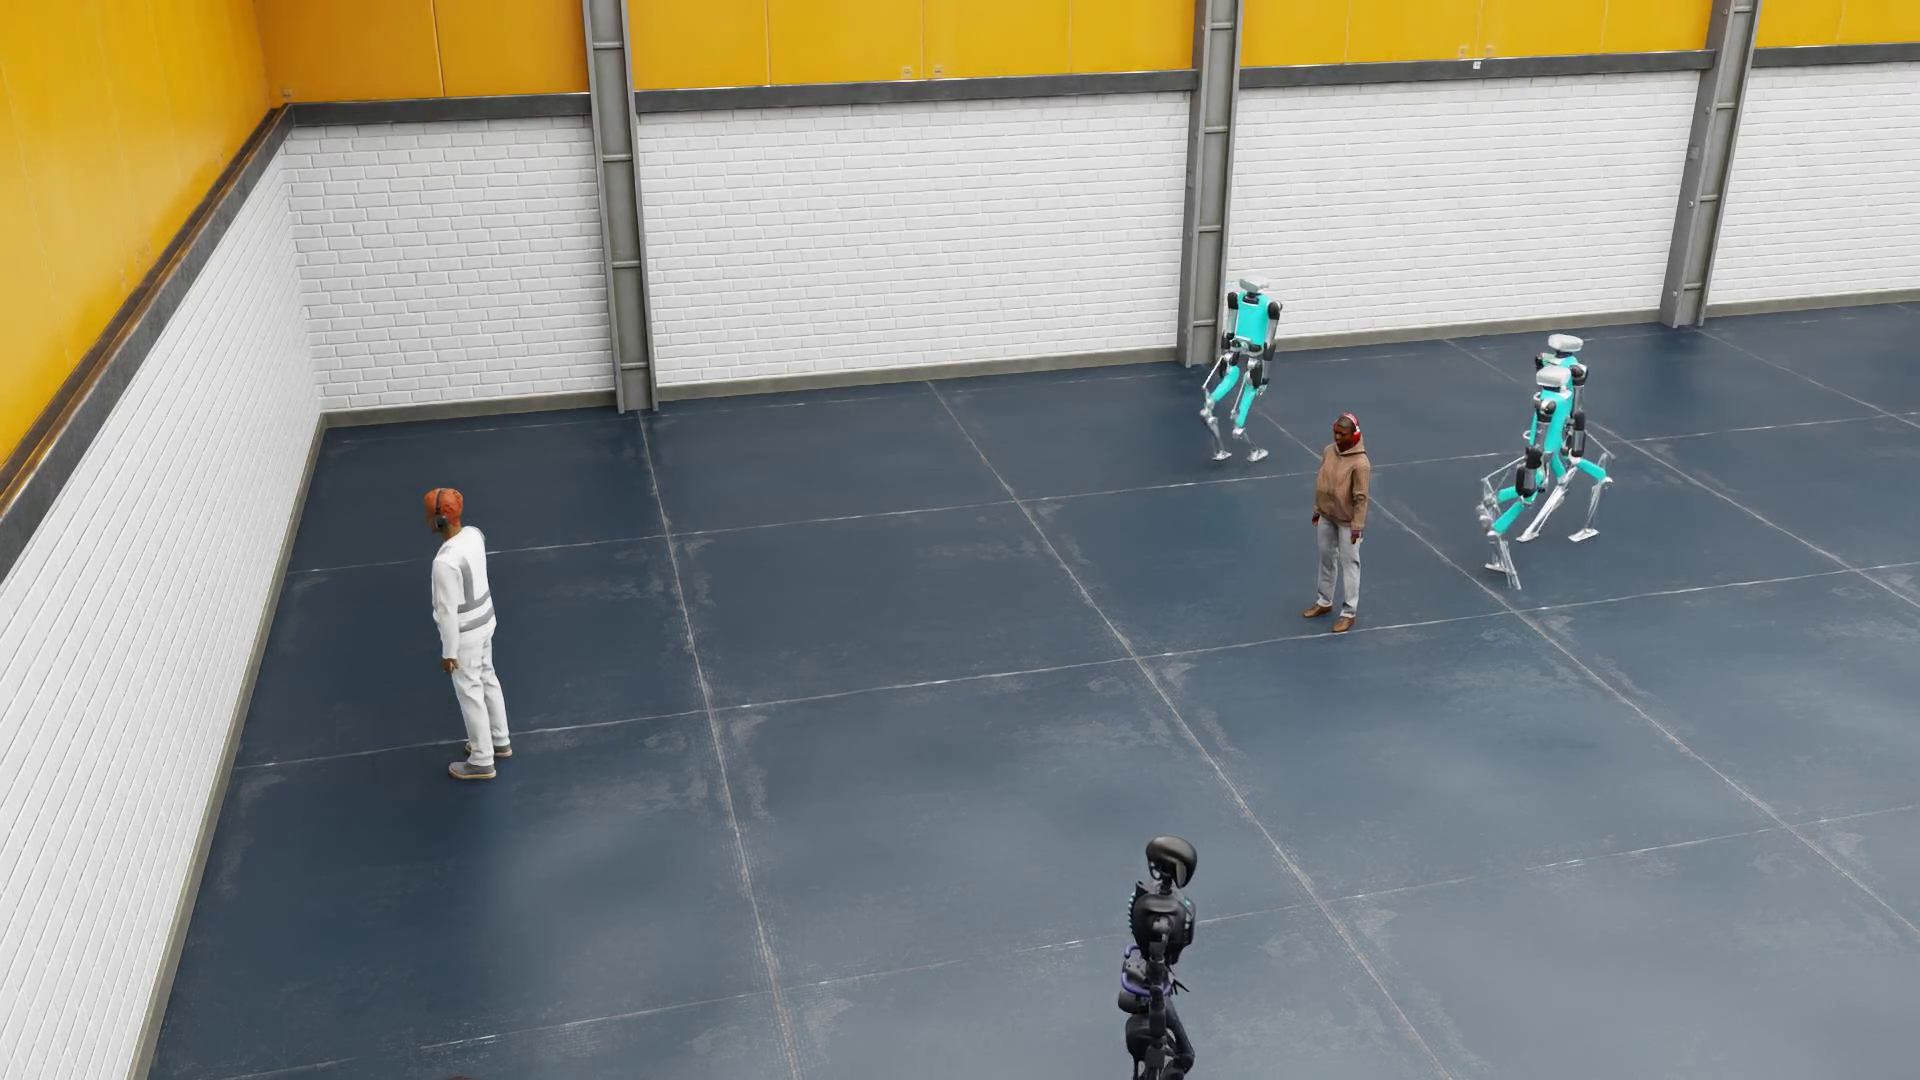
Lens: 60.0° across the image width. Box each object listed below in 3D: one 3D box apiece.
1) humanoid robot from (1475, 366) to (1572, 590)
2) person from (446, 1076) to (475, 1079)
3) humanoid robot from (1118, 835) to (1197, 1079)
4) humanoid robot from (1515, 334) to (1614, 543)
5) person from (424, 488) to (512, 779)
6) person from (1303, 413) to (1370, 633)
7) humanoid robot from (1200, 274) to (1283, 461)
[{"bbox_3d":[4.180,-0.482,12.653,0.717,1.803,0.537,14,27,29],"label":"humanoid robot"},{"bbox_3d":[-1.599,2.555,5.696,0.365,1.767,0.478,-9,25,-20],"label":"person"},{"bbox_3d":[0.837,1.975,7.125,0.370,1.645,0.611,4,24,9],"label":"humanoid robot"},{"bbox_3d":[4.977,-0.806,13.404,0.886,1.783,0.567,-9,25,-19],"label":"humanoid robot"},{"bbox_3d":[-3.000,0.562,10.096,0.353,1.878,0.565,1,24,3],"label":"person"},{"bbox_3d":[2.743,-0.143,11.976,0.308,1.647,0.464,-15,28,-30],"label":"person"},{"bbox_3d":[2.461,-1.445,14.855,0.548,1.797,0.880,19,30,36],"label":"humanoid robot"}]
